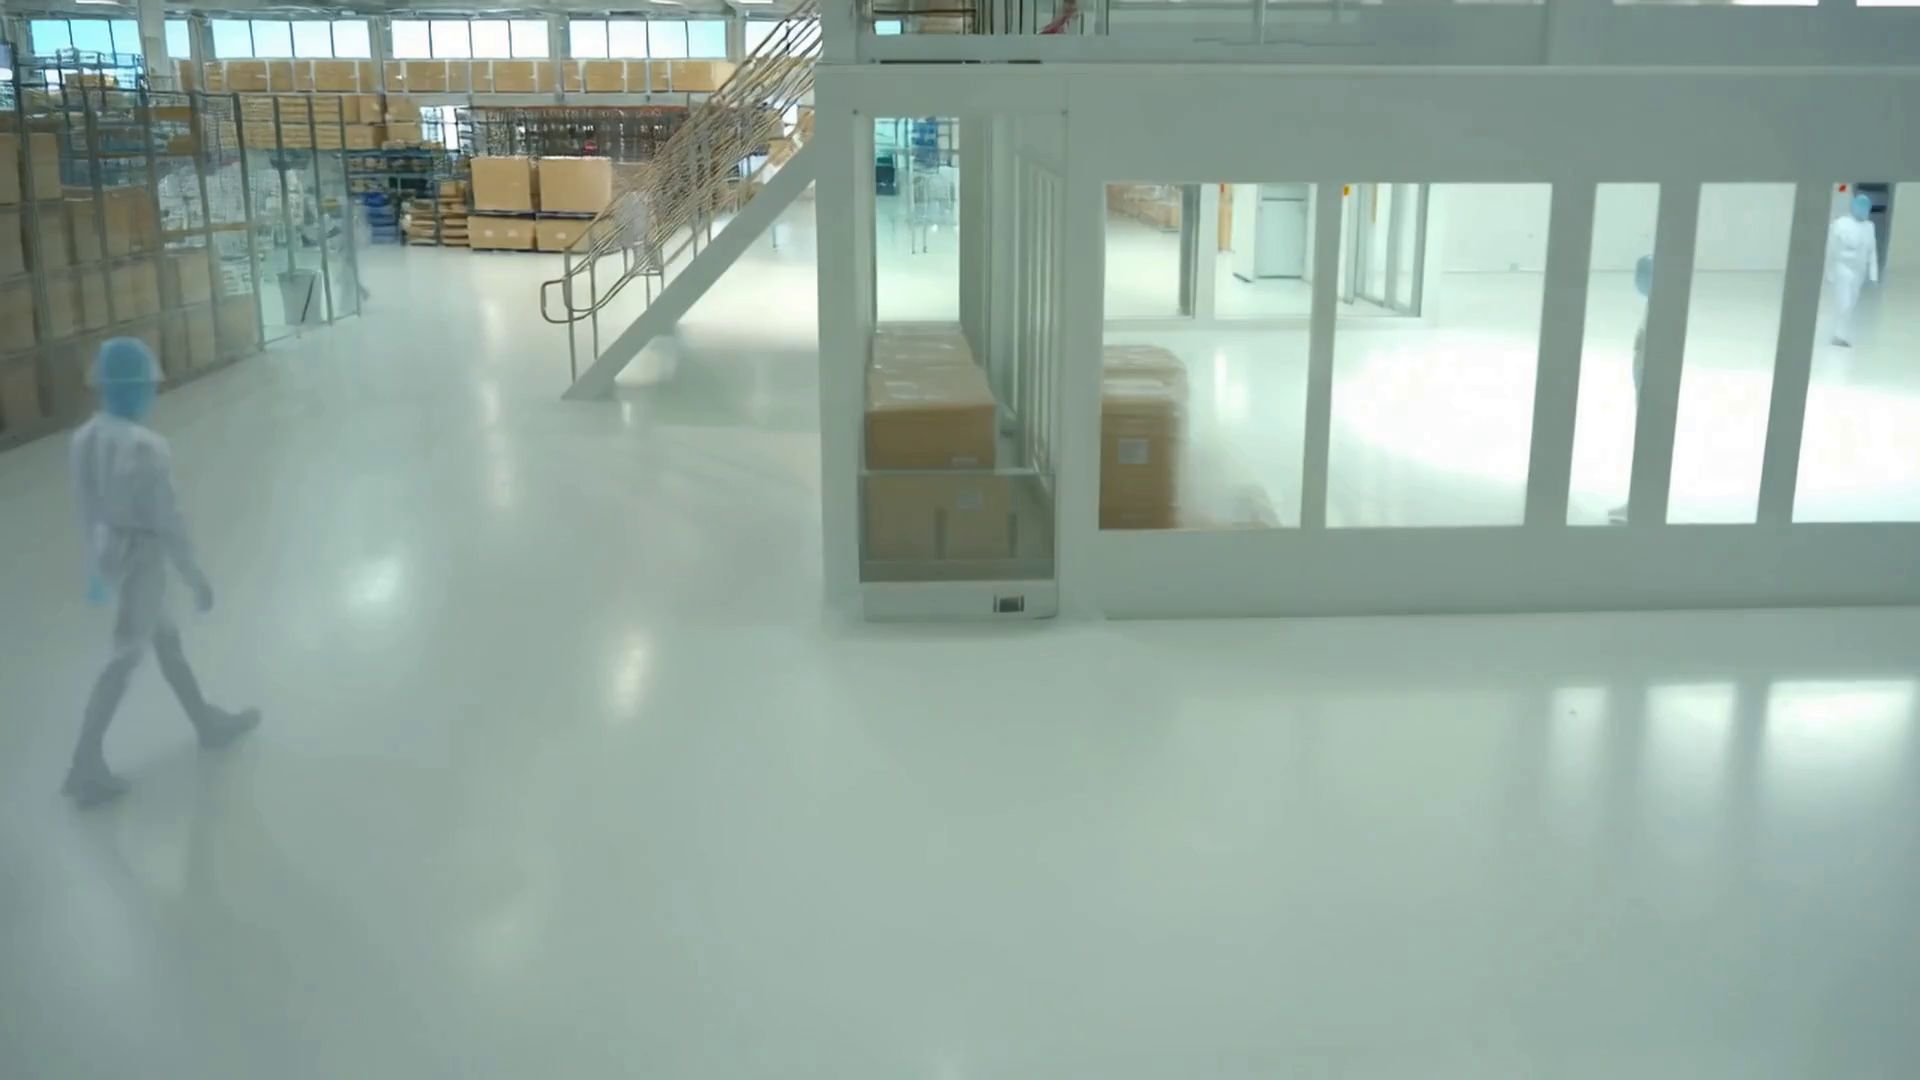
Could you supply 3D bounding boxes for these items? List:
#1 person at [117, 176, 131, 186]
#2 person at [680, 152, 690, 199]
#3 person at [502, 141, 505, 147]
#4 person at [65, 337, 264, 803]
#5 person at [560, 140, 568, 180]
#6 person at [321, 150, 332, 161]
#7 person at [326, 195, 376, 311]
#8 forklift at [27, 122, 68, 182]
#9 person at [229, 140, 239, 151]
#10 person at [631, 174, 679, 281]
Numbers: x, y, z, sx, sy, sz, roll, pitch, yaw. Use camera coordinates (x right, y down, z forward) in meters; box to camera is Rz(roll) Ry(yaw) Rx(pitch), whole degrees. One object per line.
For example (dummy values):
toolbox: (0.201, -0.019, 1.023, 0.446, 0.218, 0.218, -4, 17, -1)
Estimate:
person: (-16.682, -6.516, 33.713, 0.650, 1.732, 0.539, -3, 14, -13)
person: (-8.515, -11.251, 52.341, 0.790, 1.880, 0.638, 1, 14, 2)
person: (-24.337, -20.454, 89.201, 0.588, 1.837, 0.404, 10, 17, 35)
person: (-3.436, 0.103, 6.955, 0.564, 1.886, 1.010, 8, 16, 29)
person: (-19.816, -19.062, 83.421, 0.919, 1.935, 0.655, -5, 15, -20)
person: (-22.981, -13.213, 60.273, 0.600, 1.827, 0.404, -3, 14, -11)
person: (-9.063, -4.254, 24.684, 0.529, 1.718, 0.505, -7, 16, -25)
forklift: (-35.376, -14.773, 64.377, 1.129, 2.768, 1.873, -1, 14, -2)
person: (-38.524, -20.300, 88.440, 0.939, 1.916, 0.616, 10, 17, 35)
person: (-5.487, -5.537, 29.530, 0.986, 1.864, 0.593, 2, 14, 9)
